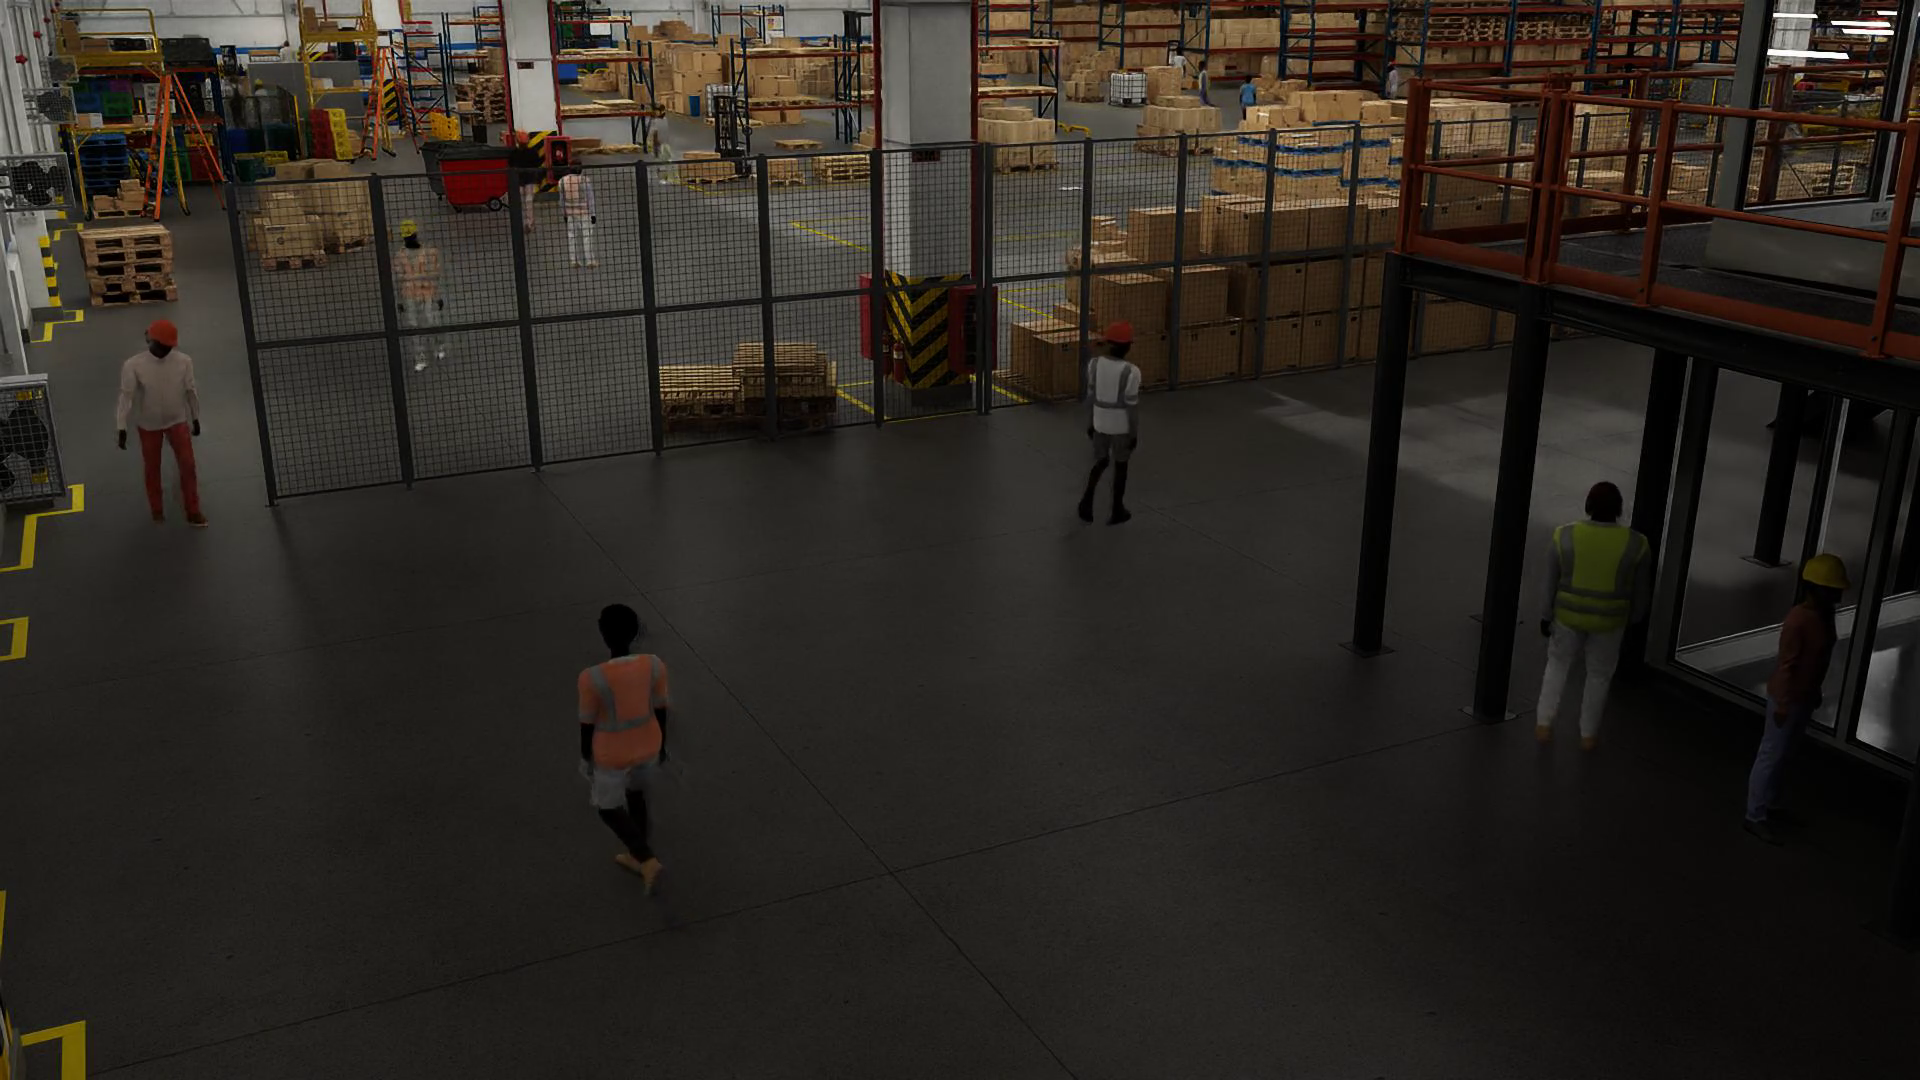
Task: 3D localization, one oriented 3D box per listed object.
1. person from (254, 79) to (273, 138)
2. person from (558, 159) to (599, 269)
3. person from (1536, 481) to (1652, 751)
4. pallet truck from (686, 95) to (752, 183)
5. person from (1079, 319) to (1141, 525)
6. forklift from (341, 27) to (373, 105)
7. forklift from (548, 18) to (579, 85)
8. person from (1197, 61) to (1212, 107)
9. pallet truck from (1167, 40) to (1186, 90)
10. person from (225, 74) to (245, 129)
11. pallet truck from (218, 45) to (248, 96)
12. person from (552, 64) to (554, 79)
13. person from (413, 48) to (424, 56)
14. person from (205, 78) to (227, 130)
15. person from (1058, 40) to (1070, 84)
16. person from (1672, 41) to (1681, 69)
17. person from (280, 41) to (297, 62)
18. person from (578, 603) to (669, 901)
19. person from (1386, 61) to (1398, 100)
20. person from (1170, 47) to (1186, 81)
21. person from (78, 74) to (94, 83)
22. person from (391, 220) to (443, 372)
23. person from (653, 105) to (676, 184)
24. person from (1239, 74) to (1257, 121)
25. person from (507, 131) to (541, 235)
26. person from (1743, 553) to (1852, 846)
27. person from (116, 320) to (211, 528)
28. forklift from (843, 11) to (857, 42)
[{"bbox_3d":[-20.903,-12.954,49.951,0.574,1.727,0.498,9,21,23],"label":"person"},{"bbox_3d":[-6.471,-5.537,28.290,0.619,1.845,0.430,5,20,13],"label":"person"},{"bbox_3d":[4.098,0.505,10.792,0.648,1.838,0.464,9,21,24],"label":"person"},{"bbox_3d":[-5.836,-9.608,39.856,0.823,1.965,1.885,10,22,27],"label":"pallet truck"},{"bbox_3d":[1.362,-1.036,15.115,0.554,1.924,0.581,13,23,33],"label":"person"},{"bbox_3d":[-22.275,-17.346,60.954,1.873,2.768,1.129,-9,21,-25],"label":"forklift"},{"bbox_3d":[-17.588,-21.073,71.757,1.873,2.768,1.129,-9,21,-25],"label":"forklift"},{"bbox_3d":[8.335,-15.423,56.907,0.988,1.878,0.608,1,19,3],"label":"person"},{"bbox_3d":[9.045,-19.971,69.895,0.823,1.965,1.885,-3,19,-8],"label":"pallet truck"},{"bbox_3d":[-22.039,-13.198,50.530,0.402,1.829,0.539,15,24,38],"label":"person"},{"bbox_3d":[-28.879,-18.665,66.111,0.823,1.965,1.885,-3,19,-9],"label":"pallet truck"},{"bbox_3d":[-15.238,-16.901,61.127,0.652,1.906,0.812,-16,25,-39],"label":"person"},{"bbox_3d":[-25.803,-23.142,79.176,0.547,1.938,0.379,-1,19,-3],"label":"person"},{"bbox_3d":[-23.471,-13.920,52.530,0.573,1.883,0.356,-7,20,-20],"label":"person"},{"bbox_3d":[4.499,-21.181,73.614,0.661,1.868,0.956,-11,22,-29],"label":"person"},{"bbox_3d":[33.958,-23.063,79.002,0.399,1.905,0.643,-7,20,-19],"label":"person"},{"bbox_3d":[-28.537,-20.239,70.761,0.629,1.940,0.373,-9,21,-25],"label":"person"},{"bbox_3d":[-1.784,1.168,9.101,0.614,1.675,0.539,18,26,42],"label":"person"},{"bbox_3d":[14.611,-15.302,56.534,0.826,1.880,0.640,7,20,20],"label":"person"},{"bbox_3d":[8.567,-18.377,65.365,0.604,1.941,0.883,-1,19,-3],"label":"person"},{"bbox_3d":[-31.317,-16.259,59.746,0.534,1.594,0.870,-12,23,-32],"label":"person"},{"bbox_3d":[-6.890,-3.118,21.159,0.613,1.912,0.545,-1,19,-2],"label":"person"},{"bbox_3d":[-6.983,-9.335,39.280,0.610,1.847,0.531,15,24,36],"label":"person"},{"bbox_3d":[9.127,-13.935,52.856,0.555,1.682,0.374,-2,19,-5],"label":"person"},{"bbox_3d":[-8.427,-6.937,32.197,0.635,1.944,0.961,0,19,0],"label":"person"},{"bbox_3d":[4.909,0.909,9.717,0.526,1.768,0.331,-16,25,-39],"label":"person"},{"bbox_3d":[-7.276,-1.037,15.108,0.773,1.922,0.885,-14,23,-35],"label":"person"},{"bbox_3d":[-5.508,-25.078,83.367,1.873,2.768,1.129,-9,21,-25],"label":"forklift"}]
